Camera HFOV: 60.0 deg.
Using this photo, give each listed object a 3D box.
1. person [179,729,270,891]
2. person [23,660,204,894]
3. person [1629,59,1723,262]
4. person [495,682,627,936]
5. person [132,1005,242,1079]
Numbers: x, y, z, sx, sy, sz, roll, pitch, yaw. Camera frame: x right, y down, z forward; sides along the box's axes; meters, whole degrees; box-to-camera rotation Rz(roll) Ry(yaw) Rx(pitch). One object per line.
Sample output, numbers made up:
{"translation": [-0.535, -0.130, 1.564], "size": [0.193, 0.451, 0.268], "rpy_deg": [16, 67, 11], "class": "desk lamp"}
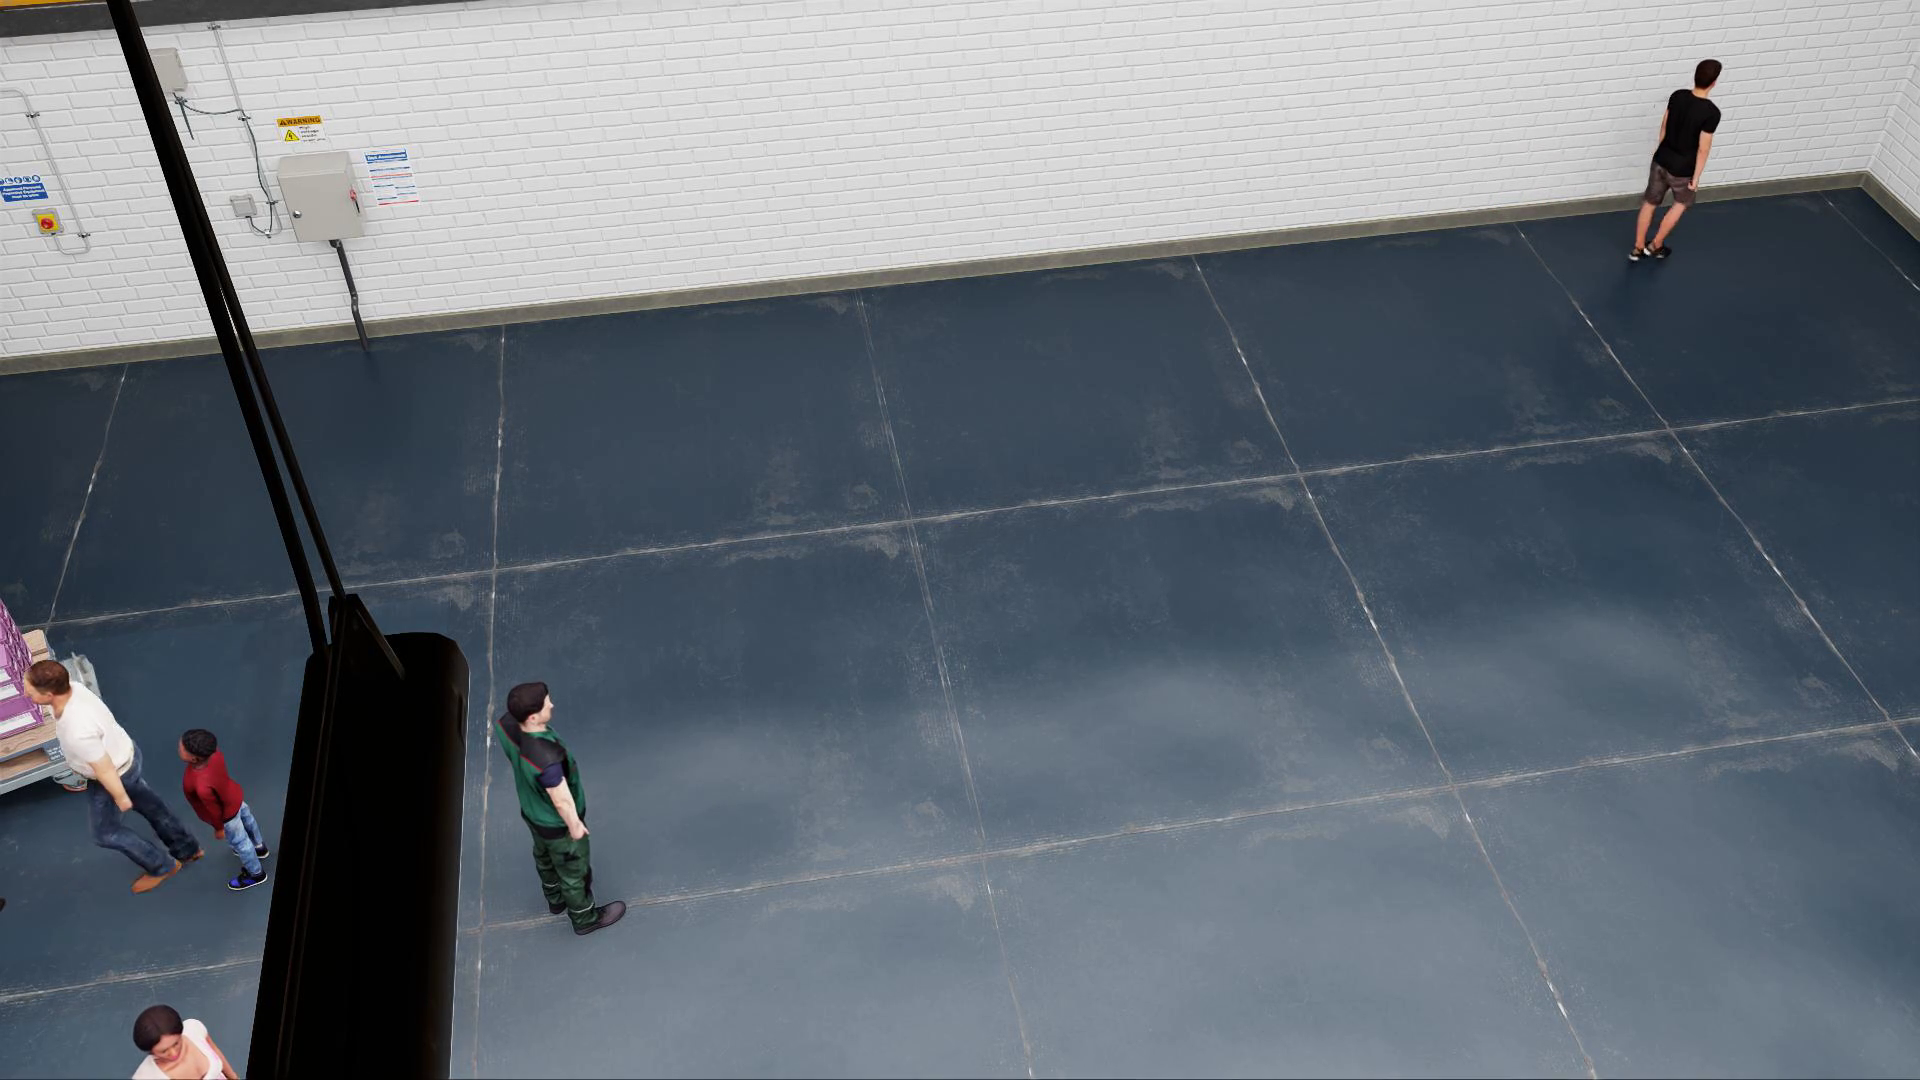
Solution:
{"translation": [-4.211, 1.508, 9.516], "size": [0.557, 1.256, 0.423], "rpy_deg": [-6, 44, -6], "class": "person"}
{"translation": [-4.650, 1.279, 9.333], "size": [0.793, 1.840, 0.682], "rpy_deg": [-15, 46, -15], "class": "person"}
{"translation": [5.957, -3.143, 13.967], "size": [0.844, 1.852, 0.720], "rpy_deg": [-27, 50, -26], "class": "person"}
{"translation": [-2.236, 1.469, 9.091], "size": [0.828, 1.899, 0.717], "rpy_deg": [-33, 53, -30], "class": "person"}
{"translation": [-3.572, 2.722, 7.889], "size": [0.721, 1.743, 0.615], "rpy_deg": [16, 46, 16], "class": "person"}
